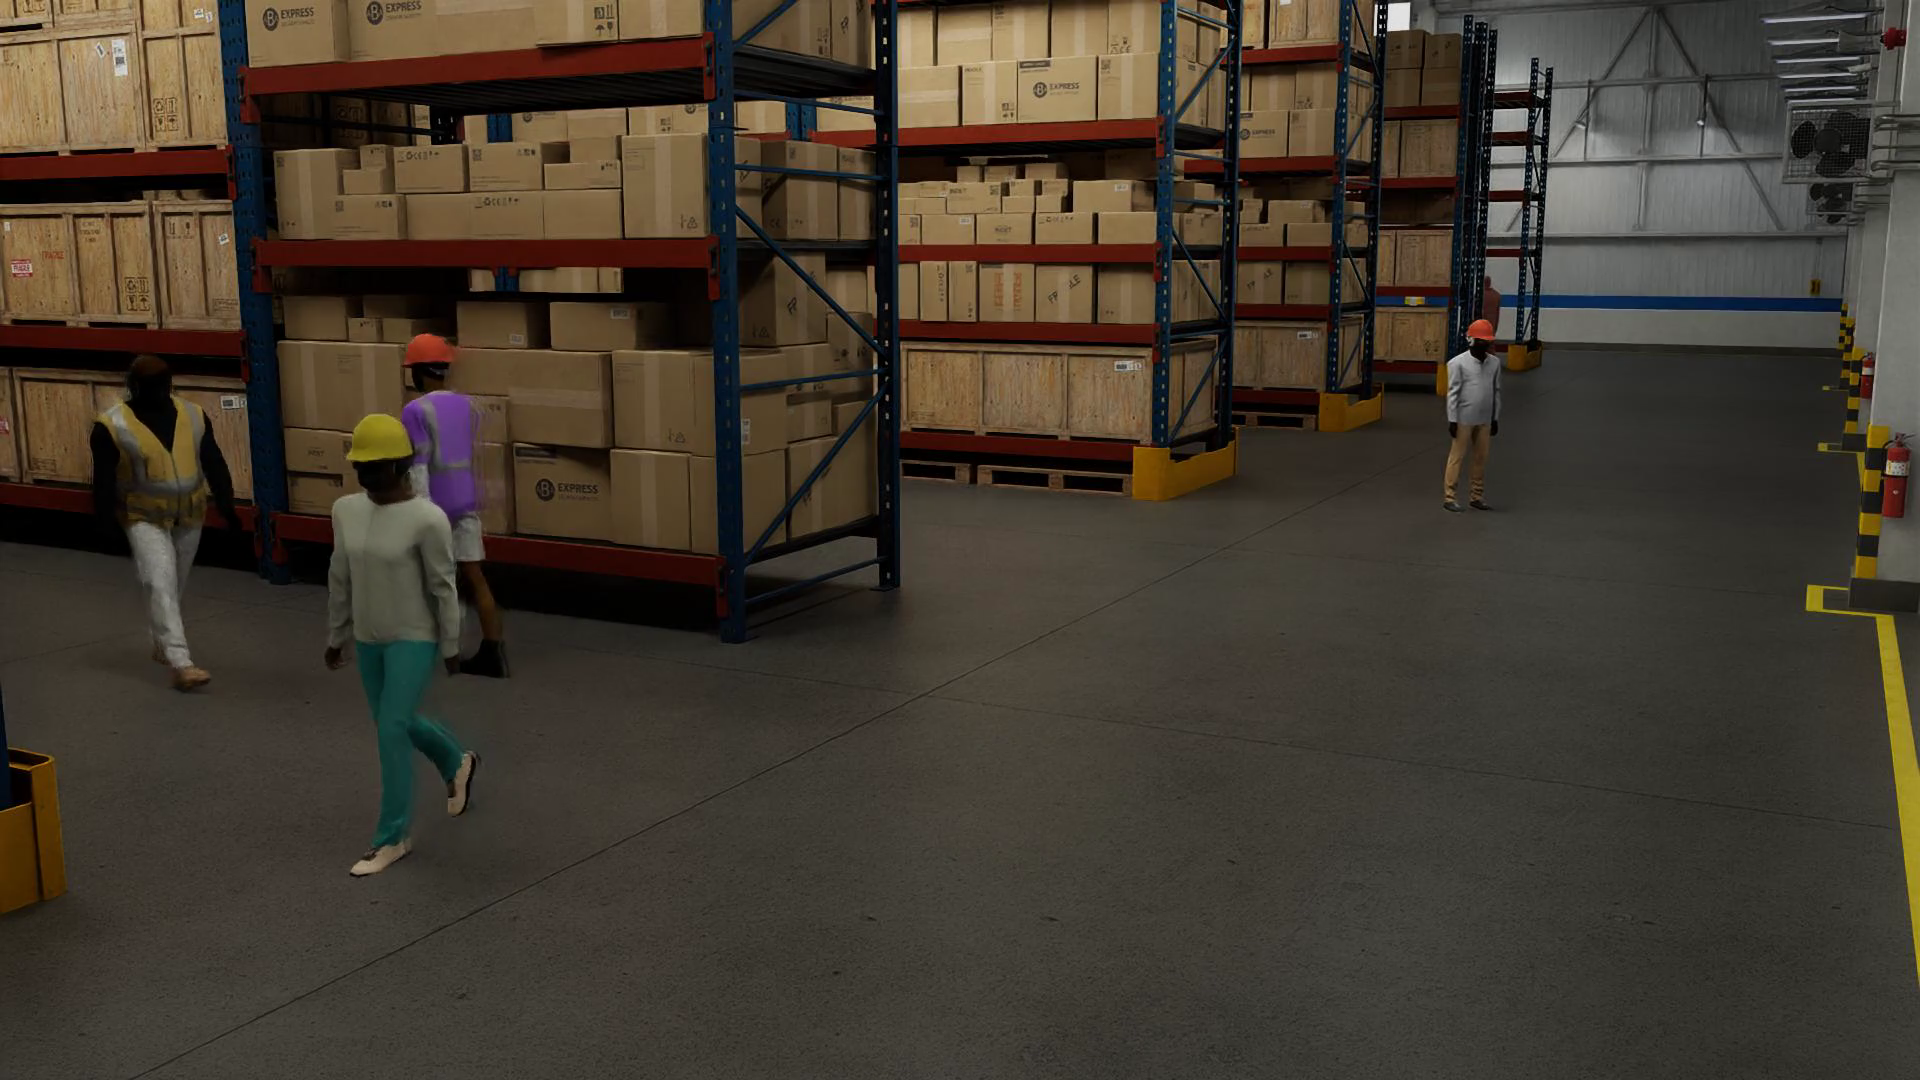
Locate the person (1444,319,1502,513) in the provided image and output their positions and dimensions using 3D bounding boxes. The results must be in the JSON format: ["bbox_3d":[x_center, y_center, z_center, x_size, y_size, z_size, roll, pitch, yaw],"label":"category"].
[{"bbox_3d":[4.641,-1.112,14.982,0.566,1.742,0.351,-4,11,-21],"label":"person"}]

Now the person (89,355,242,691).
[{"bbox_3d":[-4.338,-0.114,9.072,0.974,1.789,0.620,8,12,38],"label":"person"}]

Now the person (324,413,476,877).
[{"bbox_3d":[-2.164,0.356,6.502,0.523,1.737,0.795,4,11,23],"label":"person"}]

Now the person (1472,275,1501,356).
[{"bbox_3d":[10.039,-4.116,31.905,0.644,1.904,0.399,-4,11,-22],"label":"person"}]

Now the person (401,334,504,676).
[{"bbox_3d":[-2.929,-0.197,9.261,1.002,1.878,0.567,6,11,29],"label":"person"}]
